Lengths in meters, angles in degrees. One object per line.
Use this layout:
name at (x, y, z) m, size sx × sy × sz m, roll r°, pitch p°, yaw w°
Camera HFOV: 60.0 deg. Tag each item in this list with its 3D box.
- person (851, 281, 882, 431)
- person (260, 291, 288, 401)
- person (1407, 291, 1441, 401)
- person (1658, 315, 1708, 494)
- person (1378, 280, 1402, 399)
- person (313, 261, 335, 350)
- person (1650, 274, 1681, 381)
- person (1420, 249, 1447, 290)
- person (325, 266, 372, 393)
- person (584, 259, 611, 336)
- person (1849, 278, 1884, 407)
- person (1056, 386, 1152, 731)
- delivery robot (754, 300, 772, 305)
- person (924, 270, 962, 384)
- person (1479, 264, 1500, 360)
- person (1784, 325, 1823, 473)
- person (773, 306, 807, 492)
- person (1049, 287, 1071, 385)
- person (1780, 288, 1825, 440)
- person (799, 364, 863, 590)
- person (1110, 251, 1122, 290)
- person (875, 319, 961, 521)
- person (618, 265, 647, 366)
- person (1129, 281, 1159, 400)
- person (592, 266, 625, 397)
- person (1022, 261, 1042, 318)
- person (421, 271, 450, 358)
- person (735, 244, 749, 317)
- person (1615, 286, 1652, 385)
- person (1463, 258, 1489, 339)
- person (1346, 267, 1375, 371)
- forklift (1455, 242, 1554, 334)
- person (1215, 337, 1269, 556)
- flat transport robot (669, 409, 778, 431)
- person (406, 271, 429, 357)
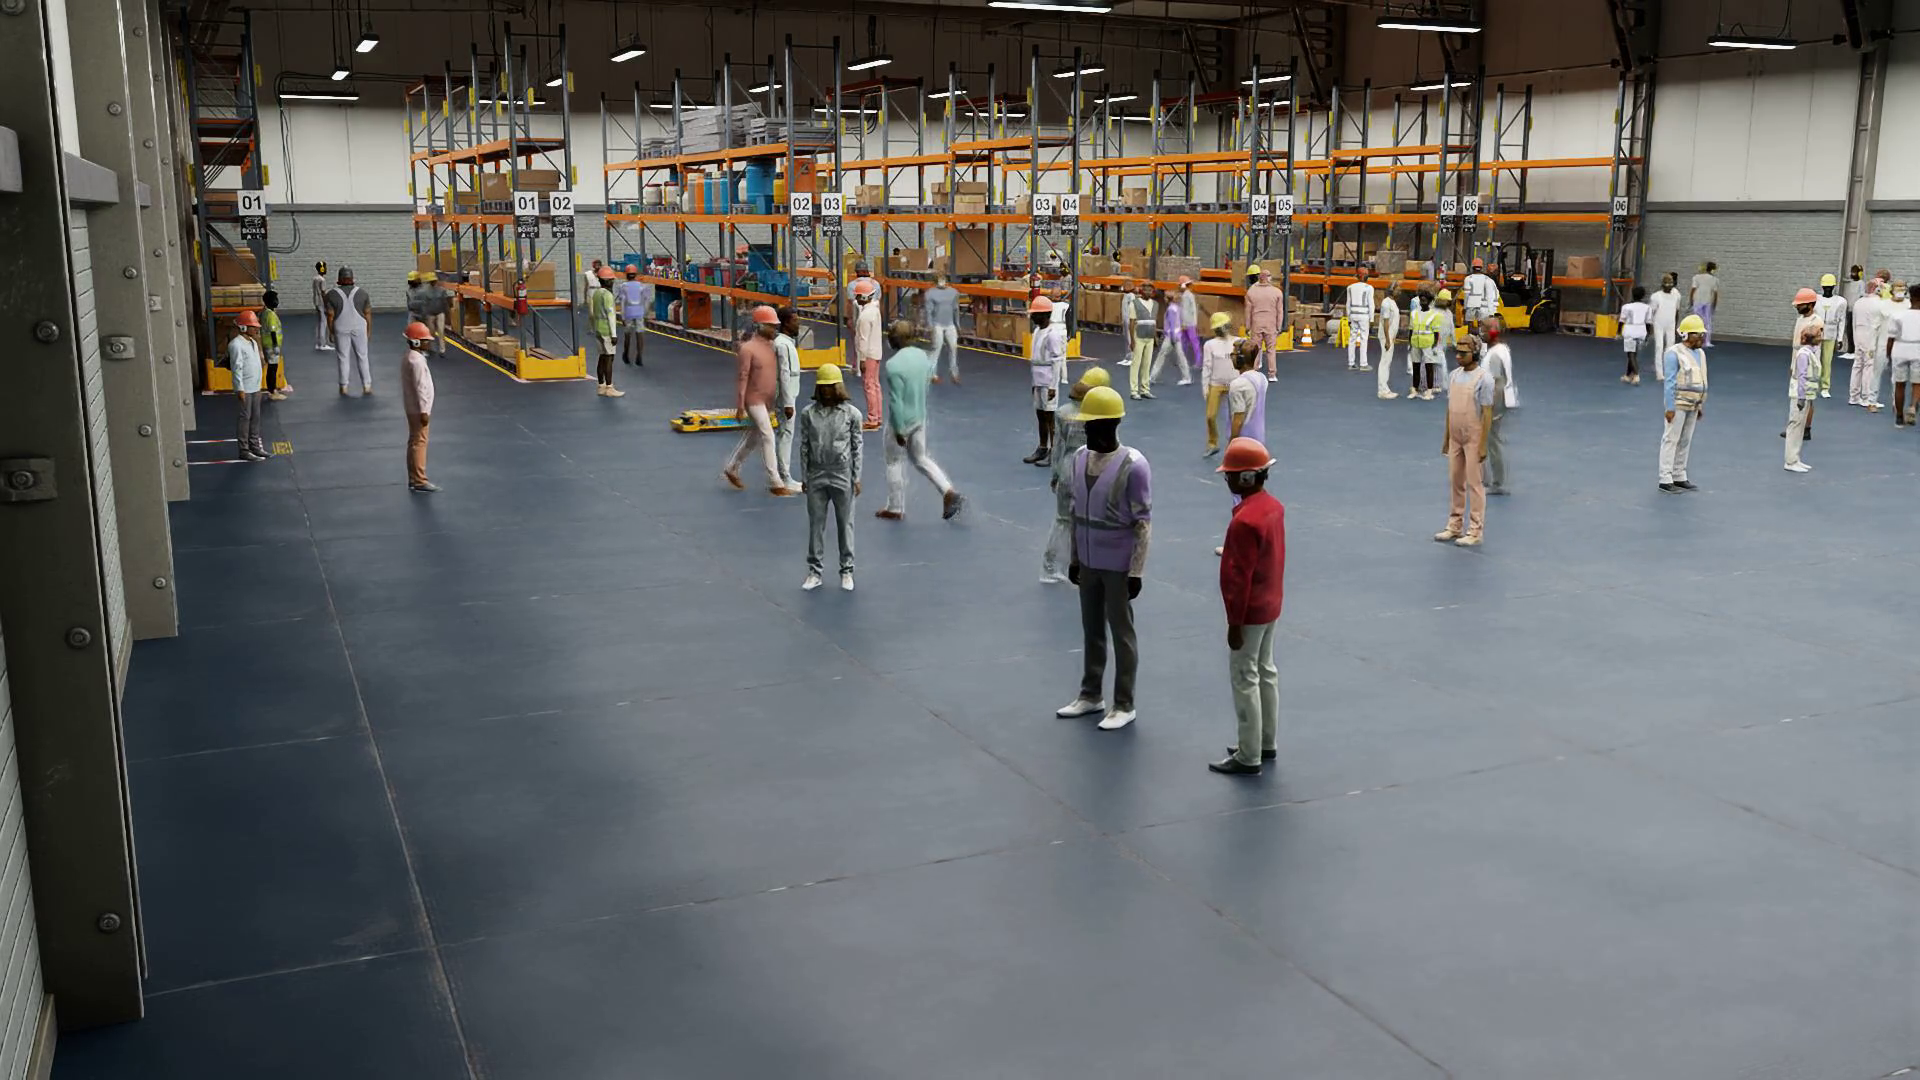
person at (-1.232, -2.440, 22.087) m, size 0.402 × 1.986 × 0.605 m, roll 3°, pitch 11°, yaw 14°
person at (-10.603, -2.993, 25.639) m, size 0.318 × 1.691 × 0.537 m, roll -6°, pitch 13°, yaw -29°
person at (7.148, -2.996, 25.654) m, size 0.319 × 1.694 × 0.533 m, roll -10°, pitch 15°, yaw -43°
person at (7.483, -1.400, 17.171) m, size 0.586 × 1.835 × 0.404 m, roll -8°, pitch 14°, yaw -35°
person at (6.685, -3.117, 25.885) m, size 0.346 × 1.841 × 0.505 m, roll 4°, pitch 12°, yaw 21°
person at (-13.471, -4.942, 35.123) m, size 0.330 × 1.861 × 0.506 m, roll -9°, pitch 15°, yaw -40°
person at (12.139, -3.664, 28.678) m, size 0.514 × 1.829 × 0.450 m, roll 1°, pitch 11°, yaw 3°
person at (11.502, -6.049, 40.271) m, size 0.674 × 2.000 × 0.536 m, roll -2°, pitch 11°, yaw -10°
person at (-9.798, -3.375, 26.682) m, size 0.678 × 2.000 × 0.537 m, roll -5°, pitch 12°, yaw -23°
person at (-8.463, -5.646, 38.824) m, size 0.604 × 1.807 × 0.498 m, roll -5°, pitch 12°, yaw -24°
person at (13.583, -2.938, 24.803) m, size 0.406 × 1.911 × 0.639 m, roll -1°, pitch 11°, yaw -5°
person at (0.806, 0.102, 9.305) m, size 0.388 × 1.926 × 0.590 m, roll -9°, pitch 14°, yaw -37°
delivery robot at (-5.843, -7.240, 49.875) m, size 0.707 × 0.478 × 0.477 m, roll -2°, pitch 11°, yaw -12°
person at (-0.286, -3.599, 28.119) m, size 0.656 × 1.934 × 0.378 m, roll -5°, pitch 12°, yaw -24°
person at (10.397, -4.467, 32.638) m, size 0.355 × 1.883 × 0.575 m, roll 2°, pitch 11°, yaw 11°
person at (9.444, -1.588, 18.619) m, size 0.315 × 1.641 × 0.515 m, roll 8°, pitch 14°, yaw 35°
person at (-1.808, -1.460, 17.257) m, size 0.390 × 1.922 × 0.591 m, roll -1°, pitch 11°, yaw -7°
person at (1.617, -3.431, 27.987) m, size 0.513 × 1.641 × 0.309 m, roll 1°, pitch 11°, yaw 7°
person at (10.716, -2.229, 21.161) m, size 0.392 × 1.927 × 0.546 m, roll 0°, pitch 11°, yaw 2°
person at (-0.988, -0.476, 12.705) m, size 0.483 × 1.745 × 0.302 m, roll 1°, pitch 11°, yaw 7°
person at (4.175, -6.817, 44.665) m, size 0.332 × 1.853 × 0.507 m, roll -6°, pitch 13°, yaw -28°
person at (-0.433, -1.088, 15.416) m, size 0.817 × 1.915 × 0.640 m, roll 8°, pitch 14°, yaw 36°
person at (-6.241, -4.287, 31.703) m, size 0.554 × 1.885 × 0.987 m, roll -4°, pitch 12°, yaw -20°
person at (2.834, -3.090, 25.752) m, size 0.564 × 1.837 × 0.388 m, roll -8°, pitch 14°, yaw -37°
person at (-5.529, -3.261, 26.101) m, size 0.376 × 2.043 × 0.609 m, roll -8°, pitch 14°, yaw -35°
person at (1.684, -5.719, 39.389) m, size 0.555 × 1.735 × 0.381 m, roll -7°, pitch 13°, yaw -32°
person at (-10.517, -4.530, 33.312) m, size 0.538 × 1.737 × 0.697 m, roll -5°, pitch 12°, yaw -24°
person at (-6.101, -7.242, 46.428) m, size 0.612 × 2.015 × 0.892 m, roll 0°, pitch 11°, yaw 1°
person at (11.360, -3.437, 27.965) m, size 0.526 × 1.660 × 0.851 m, roll -2°, pitch 11°, yaw -9°
person at (10.746, -4.897, 34.683) m, size 0.542 × 1.938 × 0.357 m, roll -1°, pitch 11°, yaw -5°
person at (7.357, -4.052, 30.526) m, size 0.352 × 1.883 × 0.579 m, roll -10°, pitch 15°, yaw -41°
forklift at (13.047, -6.049, 39.881) m, size 2.313 × 2.155 × 1.214 m, roll -5°, pitch 12°, yaw -23°
person at (2.373, -0.773, 13.959) m, size 0.345 × 1.846 × 0.508 m, roll 8°, pitch 14°, yaw 35°
flat transport robot at (-3.118, -1.627, 22.309) m, size 1.431 × 0.197 × 0.652 m, roll -5°, pitch 12°, yaw -25°
person at (-10.874, -4.497, 33.220) m, size 0.491 × 1.709 × 0.652 m, roll 3°, pitch 11°, yaw 13°
